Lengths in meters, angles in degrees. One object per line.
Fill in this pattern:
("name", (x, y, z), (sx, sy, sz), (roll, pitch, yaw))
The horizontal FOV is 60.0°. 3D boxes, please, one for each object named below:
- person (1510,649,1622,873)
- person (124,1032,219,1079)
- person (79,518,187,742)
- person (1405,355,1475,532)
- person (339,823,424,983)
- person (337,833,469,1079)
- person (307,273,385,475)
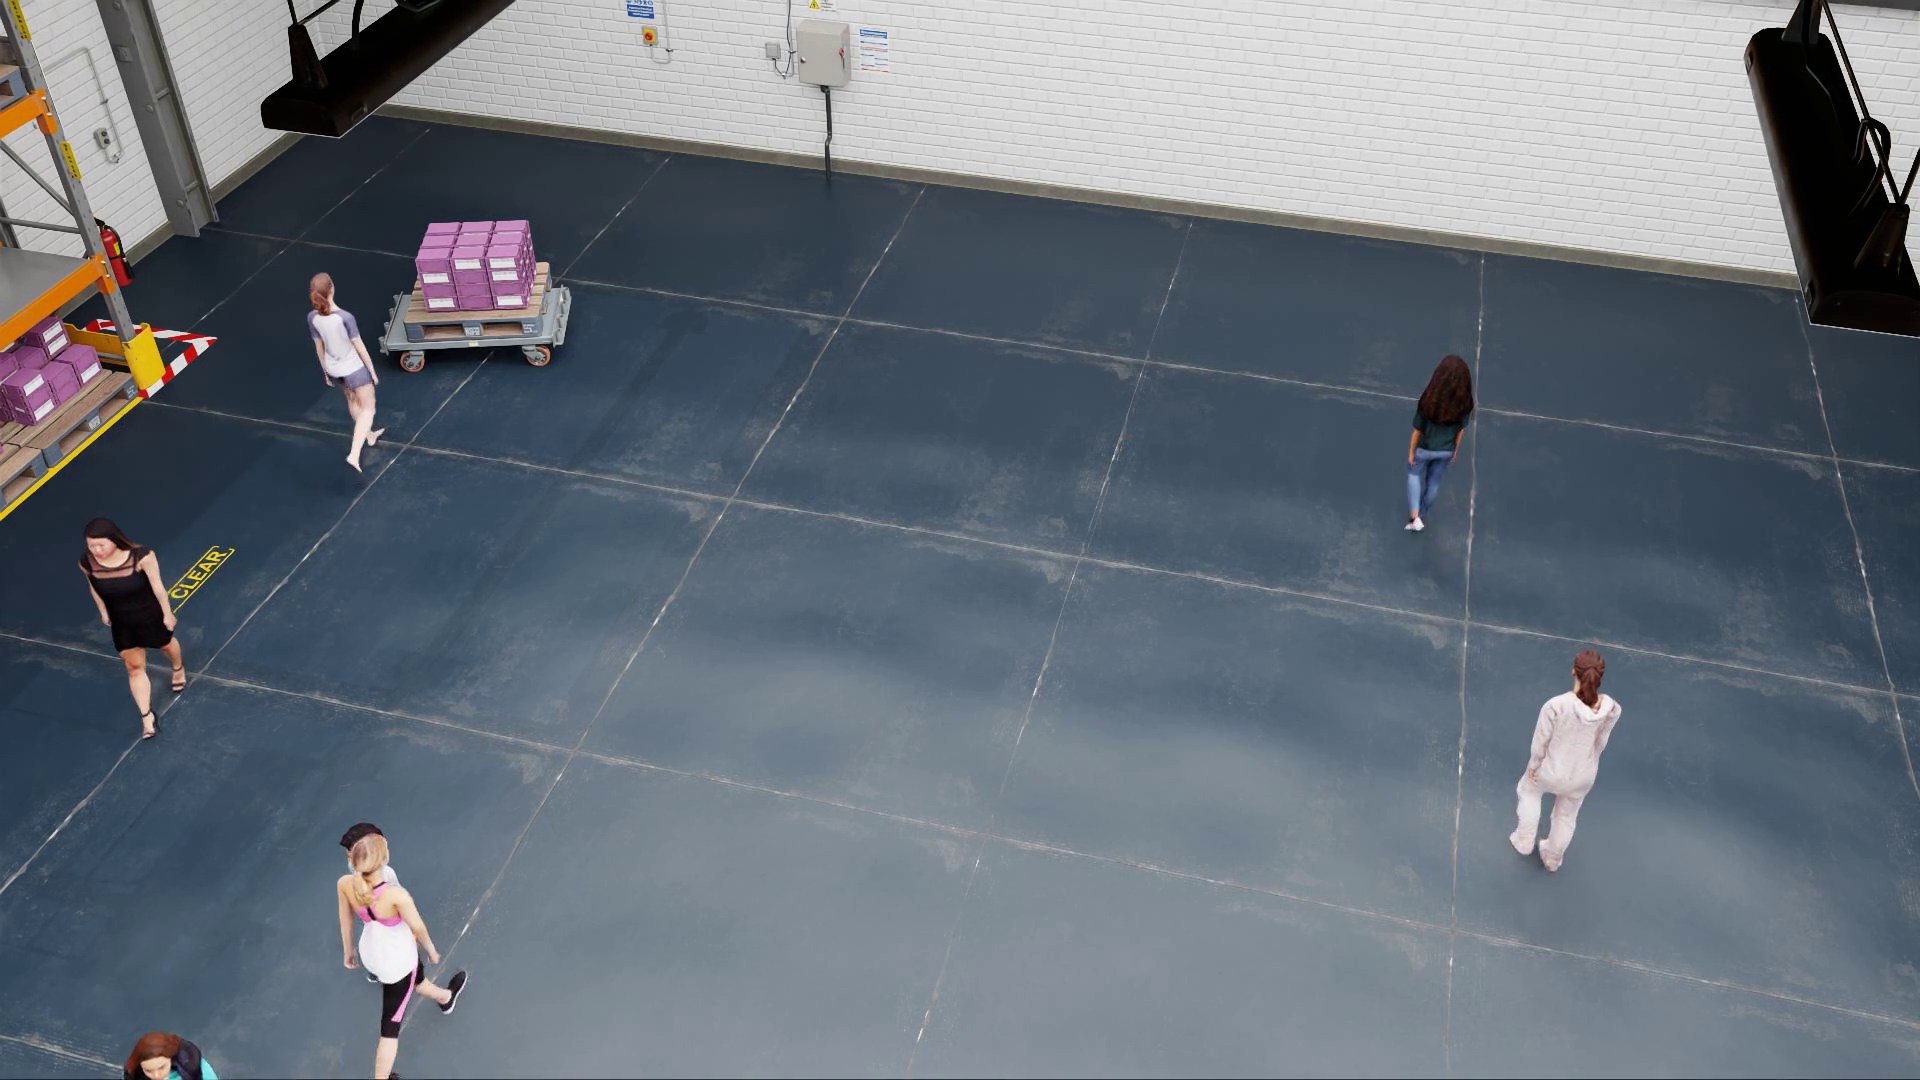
("person", (3.747, 1.445, 10.257), (0.662, 1.672, 0.642), (6, 39, 7))
("person", (-3.948, 2.928, 8.561), (0.873, 1.472, 0.981), (-14, 41, -17))
("person", (-5.630, 0.484, 11.457), (0.949, 1.676, 1.136), (-7, 39, -9))
("person", (3.717, -0.684, 12.976), (0.649, 1.605, 0.747), (3, 39, 3))
("person", (-3.390, 2.125, 9.735), (0.498, 1.261, 0.510), (12, 40, 15))
("person", (-3.139, 2.378, 9.044), (0.664, 1.729, 1.197), (11, 40, 13))
("person", (-5.076, -1.361, 13.713), (0.642, 1.744, 1.030), (5, 39, 6))
